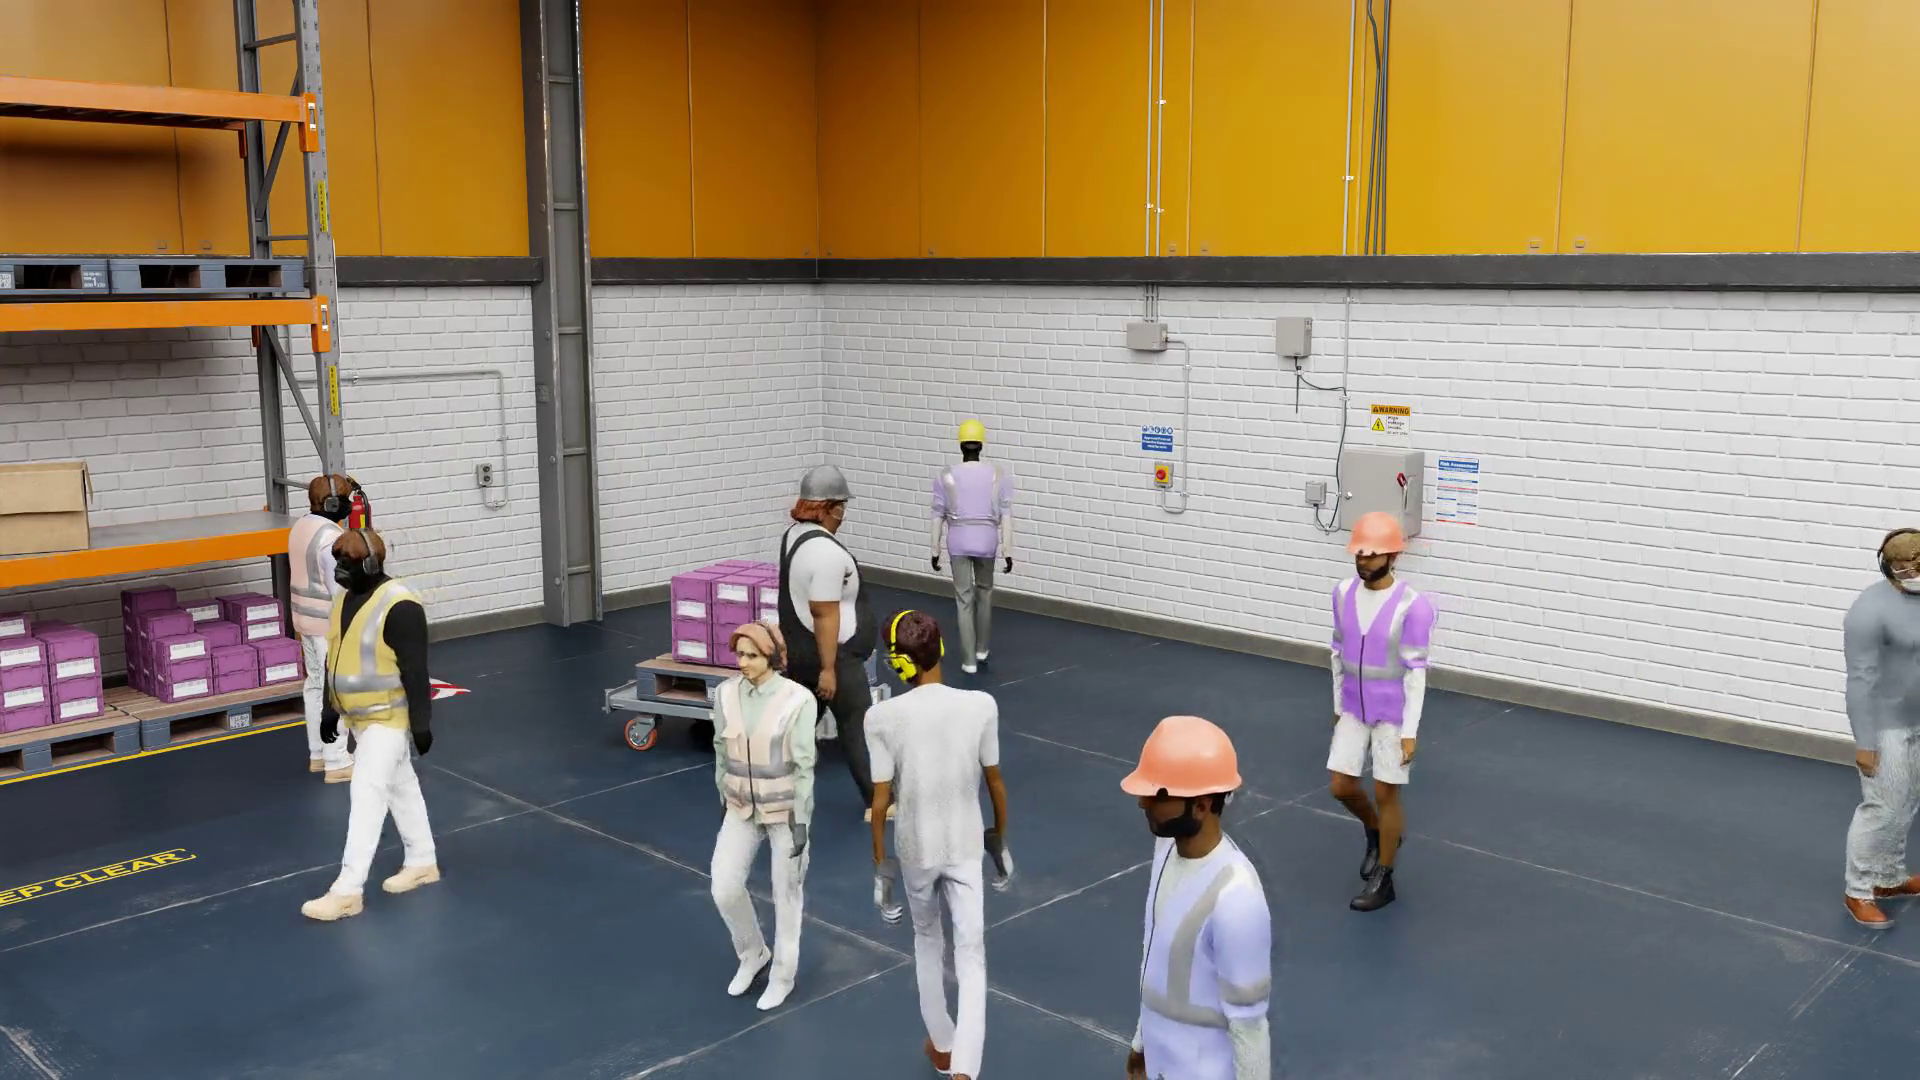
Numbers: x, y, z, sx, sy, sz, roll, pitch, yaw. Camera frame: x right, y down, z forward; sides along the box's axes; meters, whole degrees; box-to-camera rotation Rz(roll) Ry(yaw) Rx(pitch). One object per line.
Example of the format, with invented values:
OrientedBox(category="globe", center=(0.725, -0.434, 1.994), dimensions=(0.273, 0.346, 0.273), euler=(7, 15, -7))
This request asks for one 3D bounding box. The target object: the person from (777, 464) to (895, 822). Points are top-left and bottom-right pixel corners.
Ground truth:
OrientedBox(category="person", center=(-0.736, 0.551, 9.045), dimensions=(0.924, 2.000, 0.694), euler=(-4, 10, -24))

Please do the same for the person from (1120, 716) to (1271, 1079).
OrientedBox(category="person", center=(0.704, 1.378, 4.417), dimensions=(0.881, 1.908, 0.542), euler=(-1, 9, -6))

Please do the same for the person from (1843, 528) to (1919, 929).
OrientedBox(category="person", center=(4.358, 0.851, 7.703), dimensions=(0.842, 1.891, 0.366), euler=(-6, 11, -33))

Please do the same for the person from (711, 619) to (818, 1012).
OrientedBox(category="person", center=(-0.801, 1.125, 6.783), dimensions=(0.525, 1.624, 0.373), euler=(4, 10, 24))

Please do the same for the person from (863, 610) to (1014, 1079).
OrientedBox(category="person", center=(-0.068, 1.161, 5.975), dimensions=(0.551, 1.825, 0.844), euler=(0, 9, -2))

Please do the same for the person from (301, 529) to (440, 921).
OrientedBox(category="person", center=(-2.871, 0.857, 7.883), dimensions=(0.648, 1.804, 0.868), euler=(8, 13, 42))

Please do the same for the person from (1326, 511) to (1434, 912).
OrientedBox(category="person", center=(1.978, 0.803, 7.879), dimensions=(0.509, 1.925, 0.553), euler=(-9, 13, -43))

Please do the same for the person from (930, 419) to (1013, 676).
OrientedBox(category="person", center=(0.072, 0.034, 12.621), dimensions=(0.613, 1.901, 0.778), euler=(-1, 9, -7))

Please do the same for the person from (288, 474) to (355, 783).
OrientedBox(category="person", center=(-3.729, 0.520, 9.892), dimensions=(0.431, 1.836, 0.619), euler=(-8, 12, -42))
